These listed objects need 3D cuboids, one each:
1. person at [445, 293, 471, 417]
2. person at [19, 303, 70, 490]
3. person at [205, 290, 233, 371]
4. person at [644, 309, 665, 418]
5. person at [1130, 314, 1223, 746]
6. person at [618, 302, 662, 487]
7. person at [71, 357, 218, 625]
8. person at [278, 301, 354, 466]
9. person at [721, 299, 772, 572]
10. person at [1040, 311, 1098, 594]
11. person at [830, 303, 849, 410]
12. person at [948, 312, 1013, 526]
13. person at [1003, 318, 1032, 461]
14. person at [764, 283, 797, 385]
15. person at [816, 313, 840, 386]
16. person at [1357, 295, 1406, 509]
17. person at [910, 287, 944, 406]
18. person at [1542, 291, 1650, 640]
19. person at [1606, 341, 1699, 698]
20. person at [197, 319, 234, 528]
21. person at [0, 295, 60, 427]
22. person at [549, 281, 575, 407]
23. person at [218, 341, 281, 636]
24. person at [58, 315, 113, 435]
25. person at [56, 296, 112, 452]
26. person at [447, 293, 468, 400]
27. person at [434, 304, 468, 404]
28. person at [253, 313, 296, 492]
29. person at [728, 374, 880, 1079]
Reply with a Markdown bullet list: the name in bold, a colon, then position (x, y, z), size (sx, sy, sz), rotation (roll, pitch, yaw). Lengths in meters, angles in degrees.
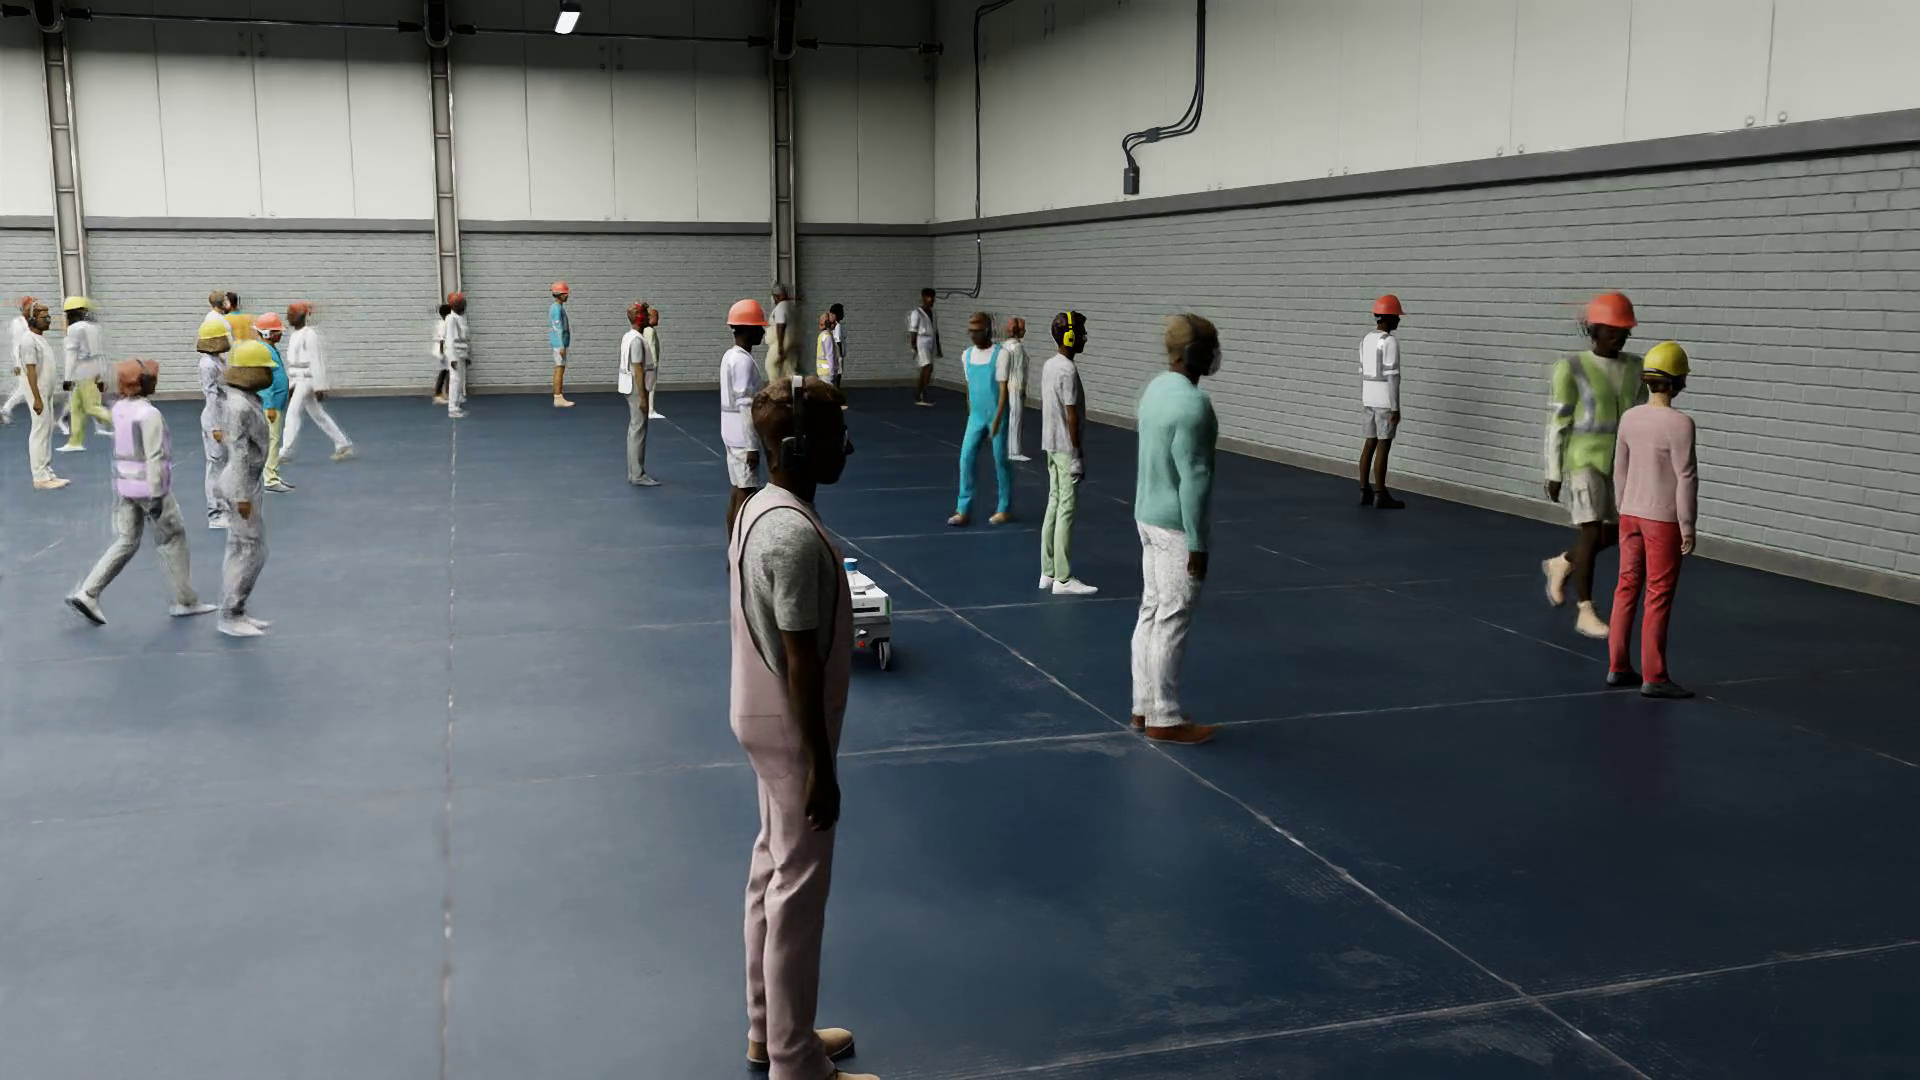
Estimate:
- **person**: position (-7.611, -2.782, 25.134), size (0.425, 1.865, 0.622), rotation (1, 9, 6)
- **person**: position (-9.091, -1.418, 16.472), size (0.336, 1.845, 0.513), rotation (-3, 9, -17)
- **person**: position (-9.644, -2.289, 21.733), size (0.362, 1.939, 0.635), rotation (-3, 9, -17)
- **person**: position (-4.610, -2.639, 24.935), size (0.276, 1.633, 0.507), rotation (-3, 9, -17)
- **person**: position (0.967, -0.038, 7.472), size (0.362, 1.931, 0.668), rotation (-2, 9, -11)
- **person**: position (-3.240, -1.461, 16.732), size (0.380, 1.849, 0.570), rotation (-3, 9, -17)
- **person**: position (-4.982, -0.297, 10.052), size (0.516, 1.613, 0.769), rotation (6, 11, 35)
- **person**: position (-7.353, -1.765, 18.752), size (1.001, 1.843, 0.584), rotation (-6, 11, -34)
- **person**: position (-1.480, -0.703, 11.621), size (0.356, 1.937, 0.552), rotation (-3, 9, -17)
- **person**: position (0.709, -0.575, 11.019), size (0.318, 1.870, 0.531), rotation (-3, 9, -17)
- **person**: position (-1.957, -2.919, 26.523), size (0.315, 1.696, 0.541), rotation (-3, 9, -17)
- **person**: position (0.190, -0.997, 13.937), size (0.512, 1.801, 0.850), rotation (6, 10, 32)
- **person**: position (0.631, -1.724, 19.080), size (0.306, 1.640, 0.522), rotation (-3, 9, -17)
- **person**: position (-3.072, -3.334, 28.075), size (0.674, 2.000, 0.696), rotation (2, 9, 13)
- **person**: position (-1.733, -2.161, 21.867), size (0.306, 1.640, 0.522), rotation (-3, 9, -17)
- **person**: position (3.848, -1.252, 15.120), size (0.356, 1.937, 0.552), rotation (-3, 9, -17)
- **person**: position (-0.489, -3.178, 27.381), size (0.696, 1.937, 0.608), rotation (5, 10, 31)
- **person**: position (3.721, -0.462, 9.848), size (0.619, 2.018, 0.776), rotation (-2, 9, -15)
- **person**: position (3.477, -0.100, 8.305), size (0.296, 1.772, 0.533), rotation (-3, 9, -17)
- **person**: position (-6.205, -0.972, 13.942), size (0.282, 1.746, 0.493), rotation (-3, 9, -17)
- **person**: position (-13.070, -2.495, 23.312), size (0.812, 1.859, 0.586), rotation (2, 9, 10)
- **person**: position (-6.498, -3.188, 27.136), size (0.372, 2.042, 0.615), rotation (-3, 9, -17)
- **person**: position (-4.173, -0.296, 9.748), size (0.471, 1.711, 0.493), rotation (-3, 9, -19)
- **person**: position (-11.706, -2.189, 22.143), size (0.749, 1.609, 0.514), rotation (3, 9, 20)
- **person**: position (-10.452, -1.994, 20.025), size (0.877, 1.885, 0.594), rotation (-2, 9, -10)
- **person**: position (-8.702, -3.317, 28.583), size (0.380, 1.845, 0.570), rotation (-3, 9, -17)
- **person**: position (-8.460, -3.080, 27.629), size (0.665, 1.660, 0.566), rotation (-3, 9, -17)
- **person**: position (-6.716, -1.342, 16.280), size (0.330, 1.750, 0.572), rotation (-3, 9, -17)
- **person**: position (-0.401, 0.509, 4.183), size (0.336, 1.845, 0.513), rotation (-3, 9, -17)
